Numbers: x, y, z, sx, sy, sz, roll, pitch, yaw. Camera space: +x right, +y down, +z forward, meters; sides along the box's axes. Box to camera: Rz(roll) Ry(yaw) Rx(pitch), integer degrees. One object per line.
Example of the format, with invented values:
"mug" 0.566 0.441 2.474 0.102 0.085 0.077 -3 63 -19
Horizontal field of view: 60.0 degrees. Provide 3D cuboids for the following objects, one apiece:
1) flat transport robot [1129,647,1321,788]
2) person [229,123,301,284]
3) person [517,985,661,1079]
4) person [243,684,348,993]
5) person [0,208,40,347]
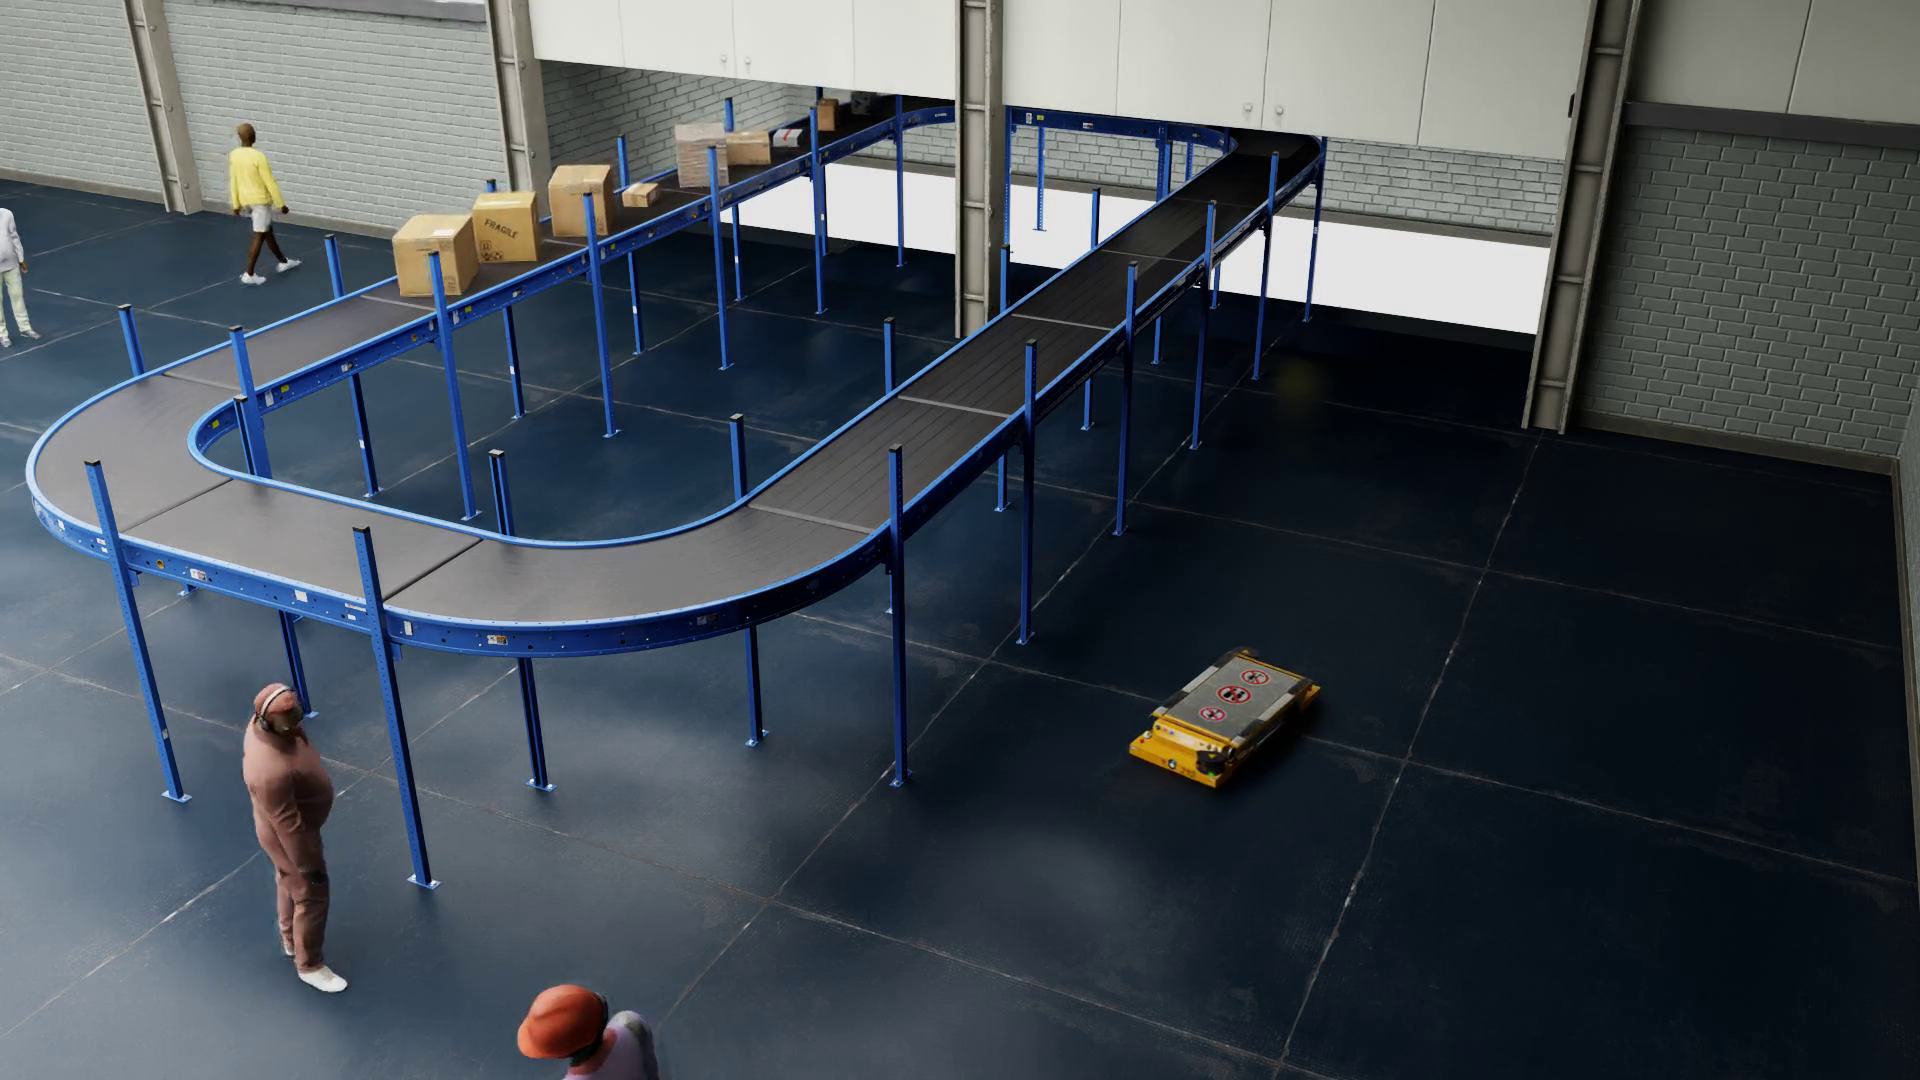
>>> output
"flat transport robot" 1.796 1.163 11.132 0.659 0.231 1.431 19 32 33
"person" -8.372 -4.015 19.793 0.572 1.853 1.011 12 29 23
"person" -1.367 2.488 6.517 0.559 2.002 0.652 6 27 12
"person" -3.477 1.486 8.695 0.432 1.863 0.814 -12 29 -22
"person" -10.247 -2.953 17.755 0.341 1.748 0.571 17 31 31
